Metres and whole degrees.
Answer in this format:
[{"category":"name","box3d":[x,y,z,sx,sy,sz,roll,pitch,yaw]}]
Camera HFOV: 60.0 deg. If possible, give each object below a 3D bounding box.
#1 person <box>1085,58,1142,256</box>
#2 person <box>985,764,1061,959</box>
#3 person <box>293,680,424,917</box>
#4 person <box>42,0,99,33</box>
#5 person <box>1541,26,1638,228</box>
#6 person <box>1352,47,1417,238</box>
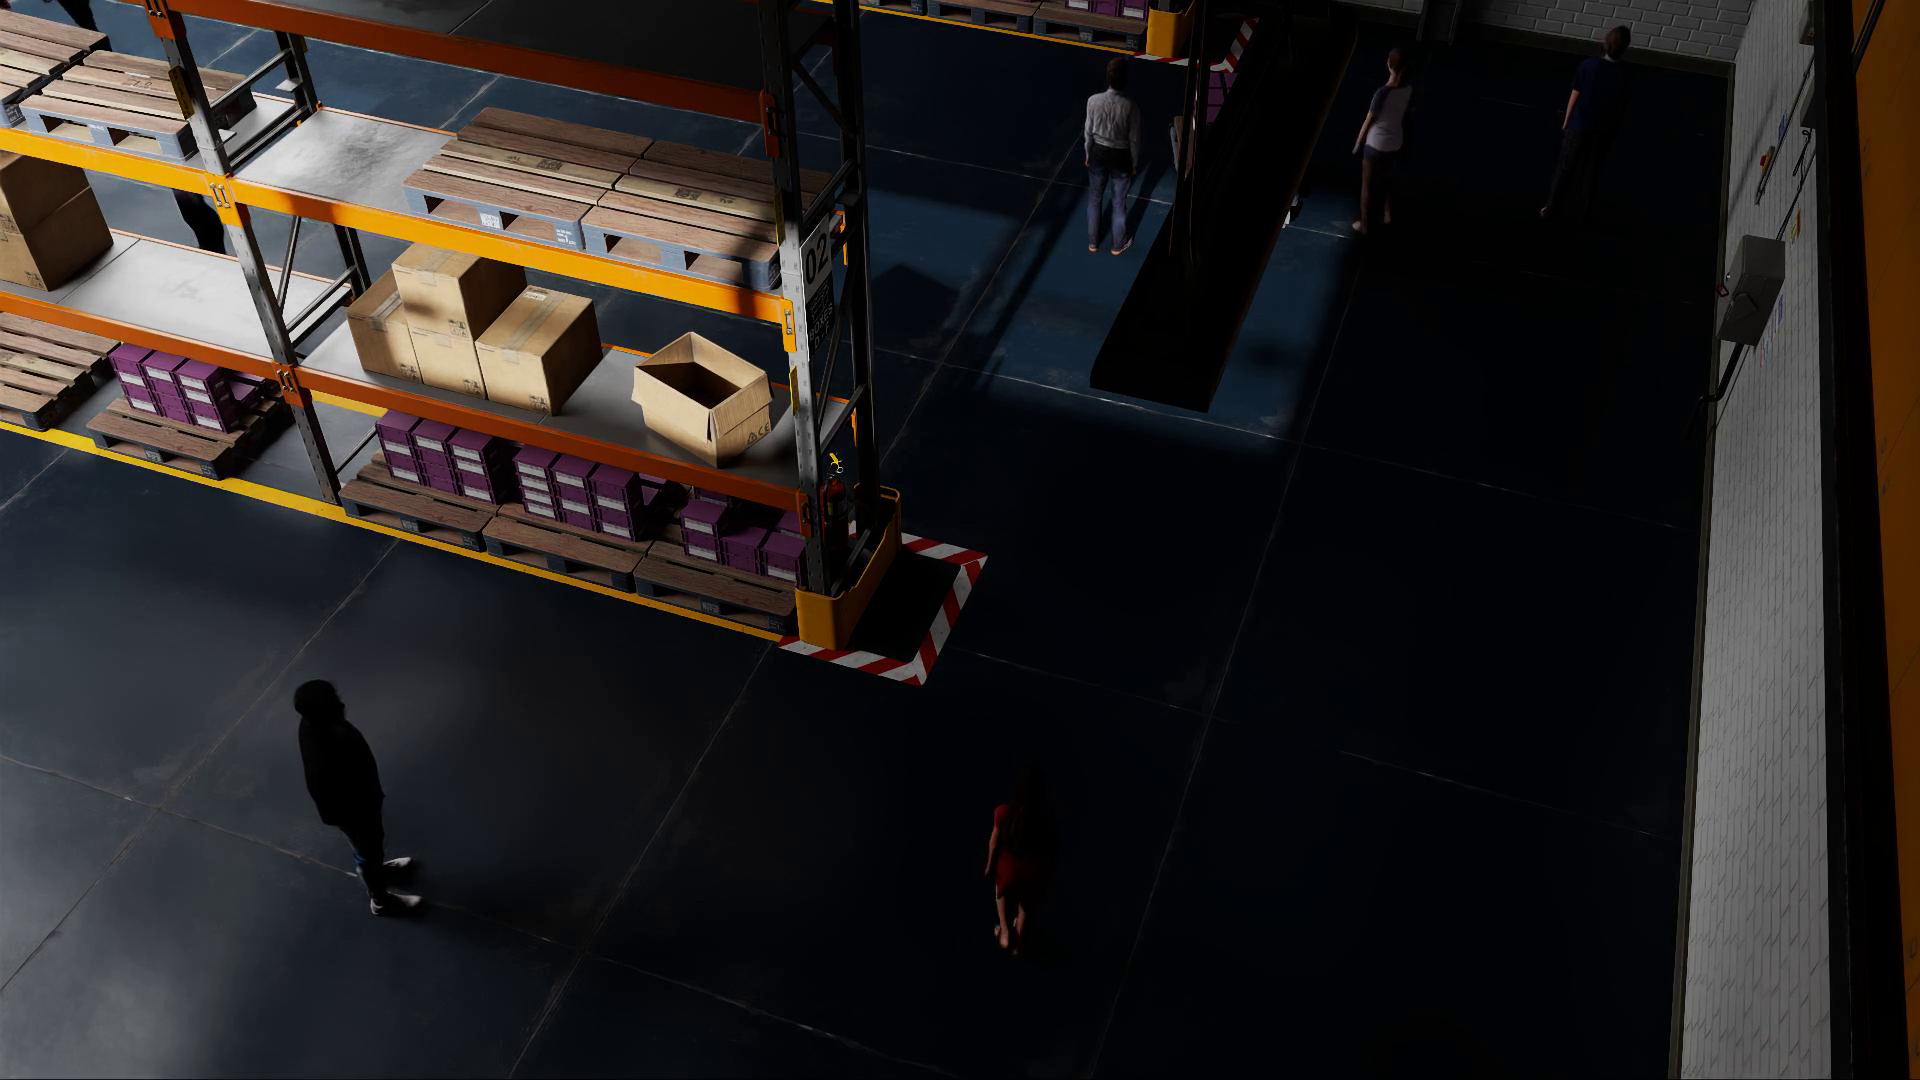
[{"category":"person","box3d":[1.303,-3.304,14.334,0.488,1.820,0.698,15,46,15]},{"category":"person","box3d":[0.335,1.832,9.143,0.644,1.543,0.708,3,44,3]},{"category":"person","box3d":[-3.442,1.450,9.355,0.832,1.804,0.781,-16,46,-16]},{"category":"person","box3d":[-8.950,-5.557,16.869,0.969,1.585,0.767,22,48,21]},{"category":"person","box3d":[5.561,-3.630,14.641,0.478,1.868,0.722,13,45,13]},{"category":"person","box3d":[3.737,-3.397,14.480,0.734,1.753,0.797,-17,46,-17]}]
